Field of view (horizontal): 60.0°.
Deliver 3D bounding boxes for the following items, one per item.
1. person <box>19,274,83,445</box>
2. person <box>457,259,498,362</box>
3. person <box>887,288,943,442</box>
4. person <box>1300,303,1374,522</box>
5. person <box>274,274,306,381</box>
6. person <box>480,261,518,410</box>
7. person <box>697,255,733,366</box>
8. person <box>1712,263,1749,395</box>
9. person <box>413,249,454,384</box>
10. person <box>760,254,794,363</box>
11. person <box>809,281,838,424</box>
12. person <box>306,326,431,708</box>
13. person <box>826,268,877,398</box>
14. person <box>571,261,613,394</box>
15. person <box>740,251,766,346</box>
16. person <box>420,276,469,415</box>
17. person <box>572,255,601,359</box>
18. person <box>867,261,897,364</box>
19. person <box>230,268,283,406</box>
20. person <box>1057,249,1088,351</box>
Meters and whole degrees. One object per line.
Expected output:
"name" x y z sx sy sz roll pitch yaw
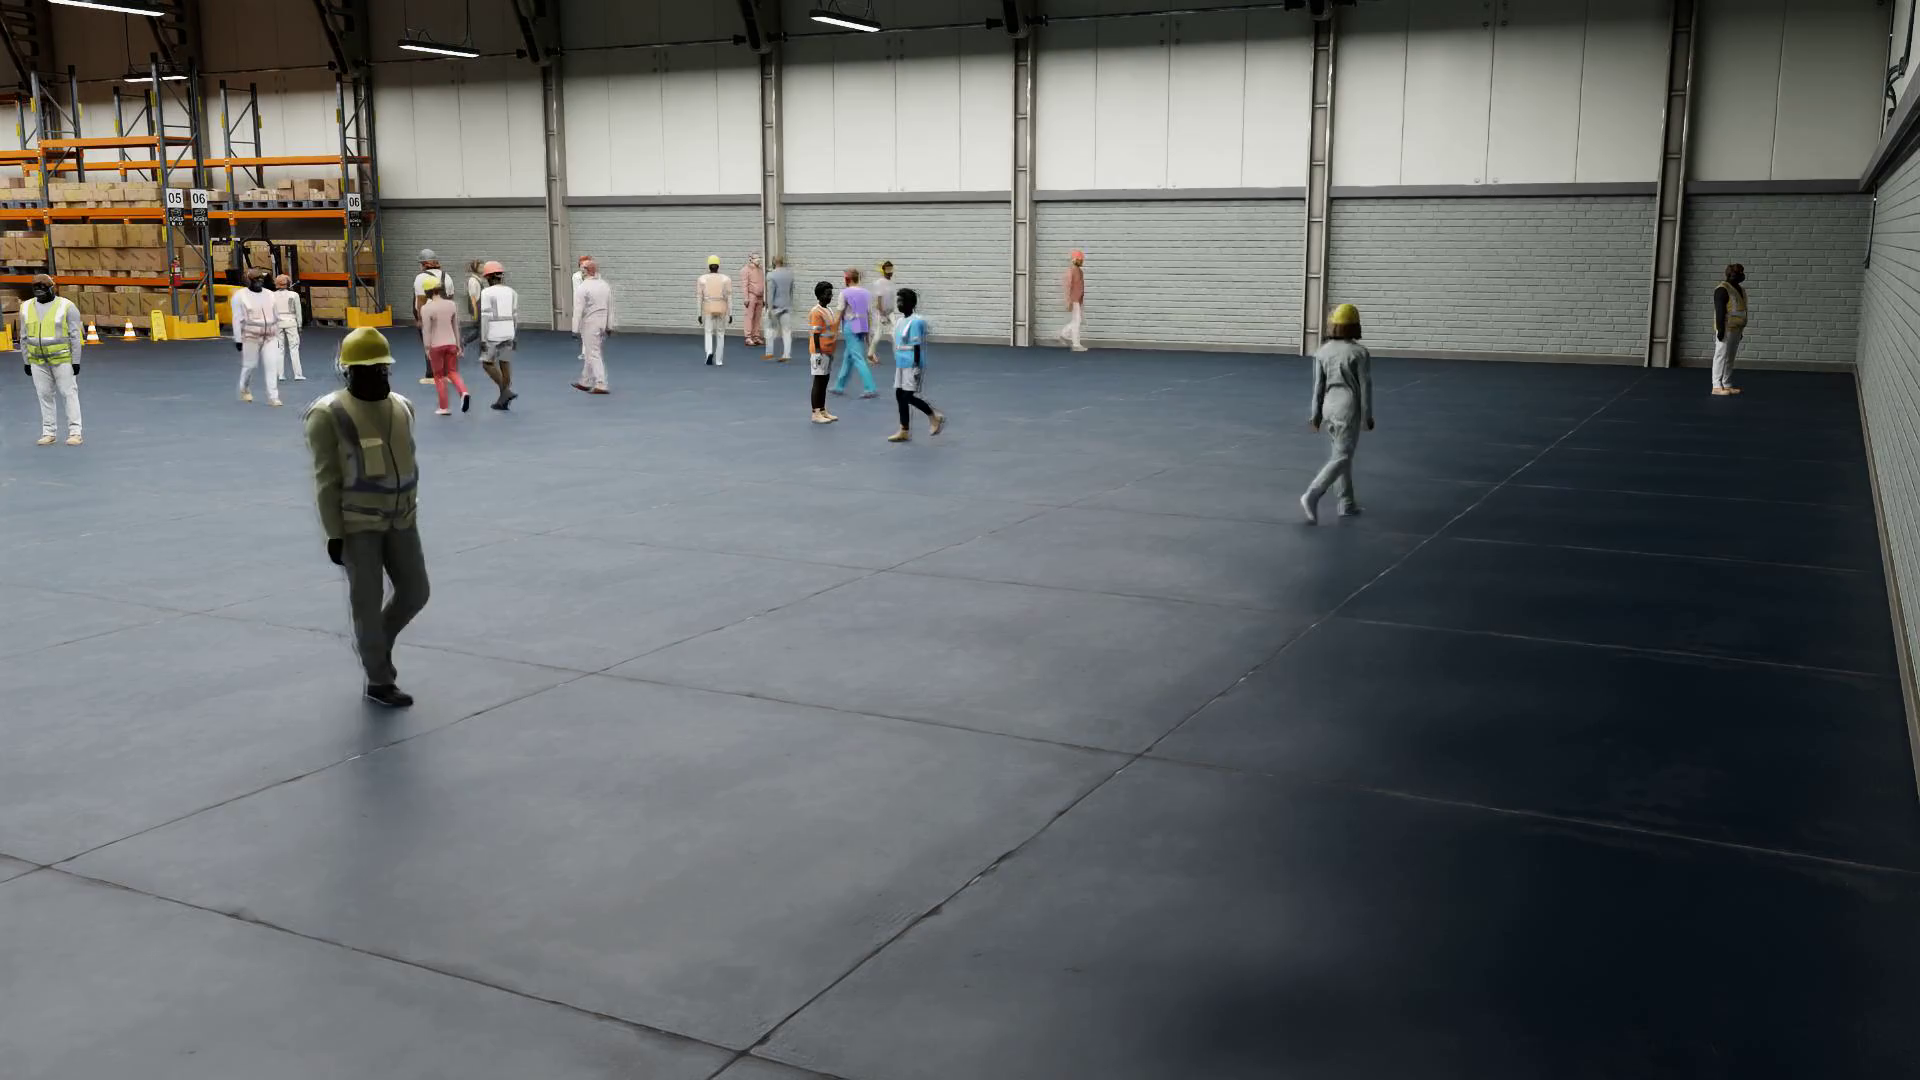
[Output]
"person" -9.724 -1.921 17.800 0.628 1.836 0.430 0 10 -2
"person" -8.613 -4.055 29.428 0.671 1.832 0.515 -3 11 -14
"person" -0.503 -1.896 18.053 0.528 1.677 0.540 -5 11 -25
"person" 2.969 -1.007 13.122 0.798 1.716 0.481 -7 13 -35
"person" -10.425 -3.277 25.704 0.515 1.641 0.315 0 10 -3
"person" -5.910 -2.619 21.349 0.455 1.916 0.560 8 13 36
"person" -4.196 -3.924 28.492 0.600 1.910 0.503 -1 10 -8
"person" 10.871 -2.968 23.468 0.630 1.846 0.429 -9 14 -40
"person" -8.024 -3.386 25.208 0.536 2.000 0.688 5 12 27
"person" -3.224 -4.069 29.282 0.727 1.908 0.640 10 14 43
"person" -1.635 -2.249 19.938 0.316 1.698 0.541 2 11 13
"person" -2.810 -0.106 7.931 0.456 1.817 0.598 7 13 35
"person" -1.495 -2.872 23.076 0.974 1.797 0.568 6 12 31
"person" -5.348 -3.023 23.676 0.846 1.874 0.677 5 11 24
"person" -4.186 -4.919 33.933 0.403 1.911 0.637 6 12 30
"person" -6.408 -2.405 20.645 0.517 1.742 0.550 8 13 39
"person" -6.762 -4.220 30.187 0.578 1.882 0.346 -9 14 -42
"person" -1.286 -3.928 28.825 1.005 1.814 0.530 9 14 42
"person" -9.330 -2.688 22.038 0.842 1.814 0.632 10 14 43
"person" 2.203 -4.647 32.268 0.562 1.970 0.627 4 11 23
